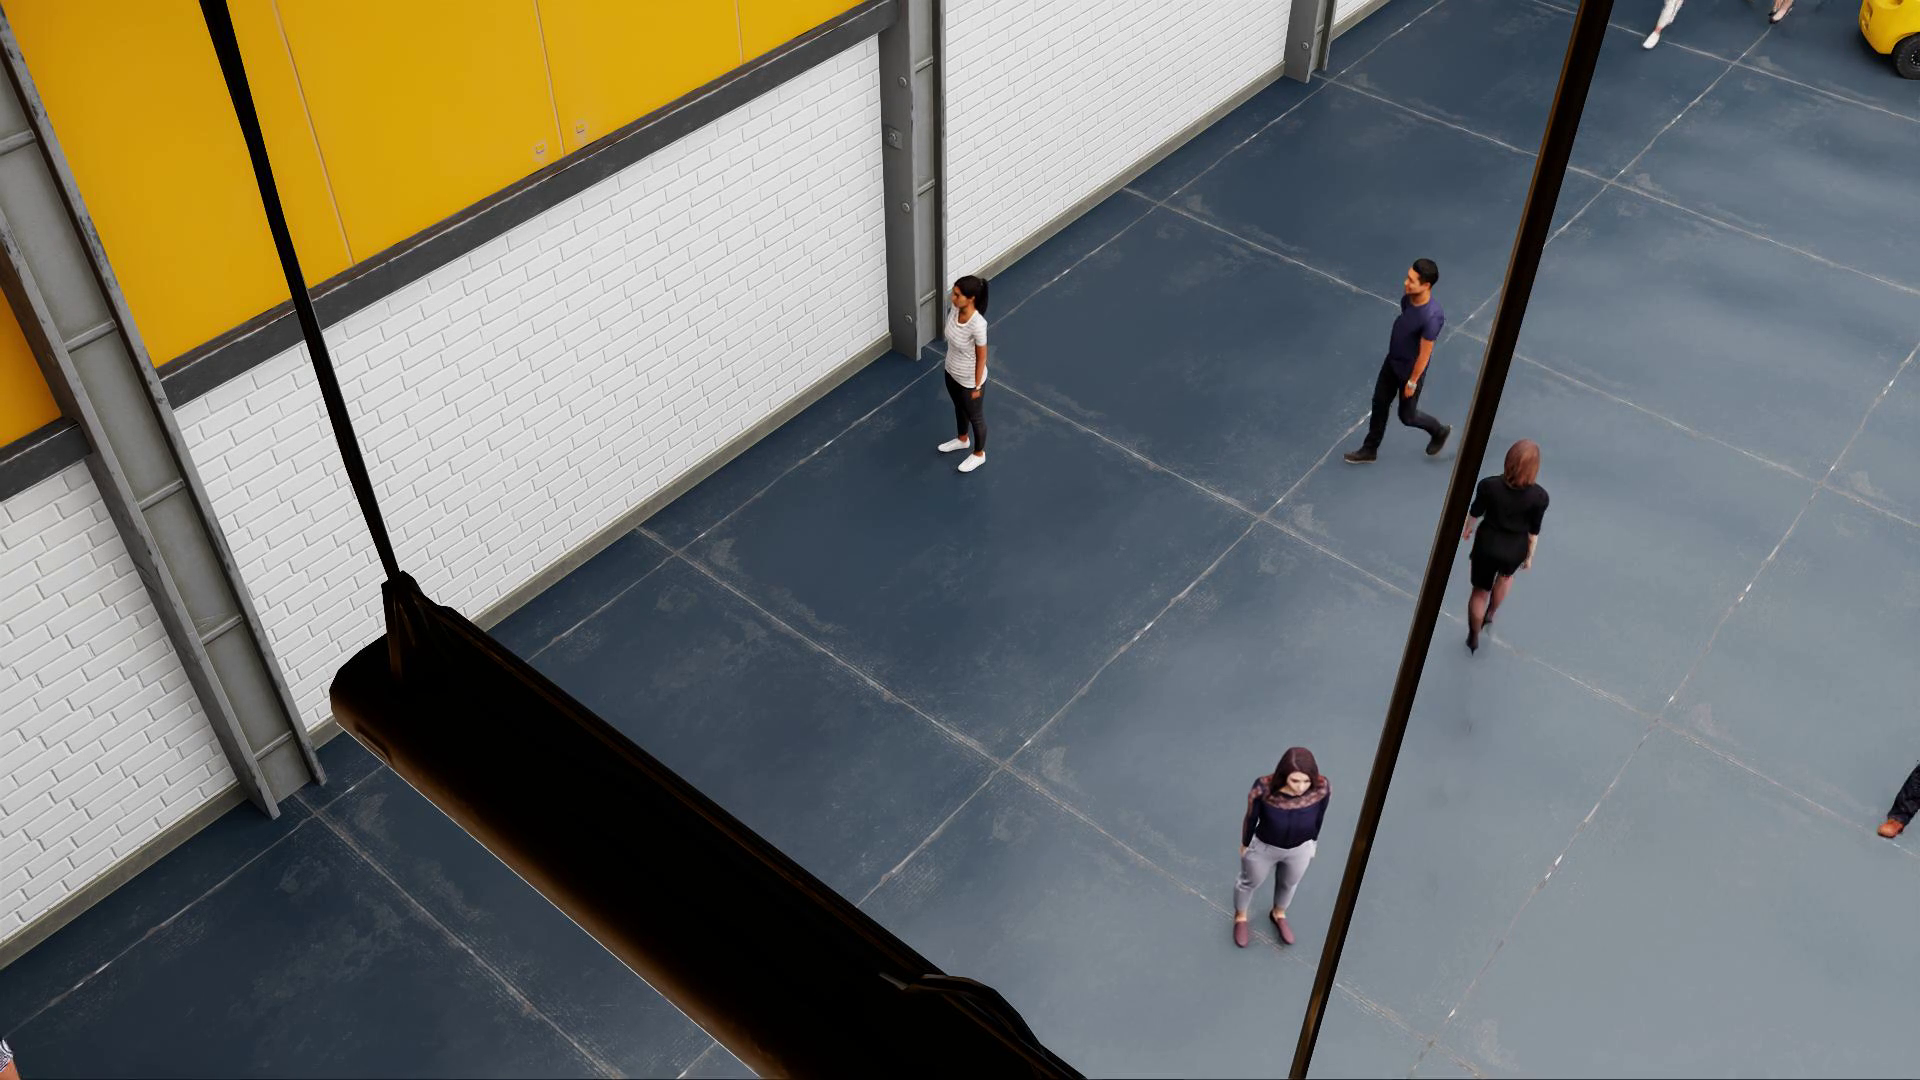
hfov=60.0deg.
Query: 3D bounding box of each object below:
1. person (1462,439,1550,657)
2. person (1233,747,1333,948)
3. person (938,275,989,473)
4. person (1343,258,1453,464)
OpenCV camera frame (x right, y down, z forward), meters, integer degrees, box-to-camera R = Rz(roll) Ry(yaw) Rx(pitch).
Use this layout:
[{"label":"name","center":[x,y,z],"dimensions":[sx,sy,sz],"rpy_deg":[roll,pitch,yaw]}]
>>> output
[{"label":"person","center":[3.438,0.118,10.627],"dimensions":[0.718,1.689,0.773],"rpy_deg":[14,45,14]},{"label":"person","center":[1.739,1.671,9.057],"dimensions":[0.660,1.606,0.715],"rpy_deg":[-3,44,-3]},{"label":"person","center":[0.051,-1.227,12.070],"dimensions":[0.622,1.647,0.628],"rpy_deg":[-23,48,-23]},{"label":"person","center":[3.299,-1.246,11.998],"dimensions":[1.134,1.773,0.978],"rpy_deg":[-11,45,-12]}]
